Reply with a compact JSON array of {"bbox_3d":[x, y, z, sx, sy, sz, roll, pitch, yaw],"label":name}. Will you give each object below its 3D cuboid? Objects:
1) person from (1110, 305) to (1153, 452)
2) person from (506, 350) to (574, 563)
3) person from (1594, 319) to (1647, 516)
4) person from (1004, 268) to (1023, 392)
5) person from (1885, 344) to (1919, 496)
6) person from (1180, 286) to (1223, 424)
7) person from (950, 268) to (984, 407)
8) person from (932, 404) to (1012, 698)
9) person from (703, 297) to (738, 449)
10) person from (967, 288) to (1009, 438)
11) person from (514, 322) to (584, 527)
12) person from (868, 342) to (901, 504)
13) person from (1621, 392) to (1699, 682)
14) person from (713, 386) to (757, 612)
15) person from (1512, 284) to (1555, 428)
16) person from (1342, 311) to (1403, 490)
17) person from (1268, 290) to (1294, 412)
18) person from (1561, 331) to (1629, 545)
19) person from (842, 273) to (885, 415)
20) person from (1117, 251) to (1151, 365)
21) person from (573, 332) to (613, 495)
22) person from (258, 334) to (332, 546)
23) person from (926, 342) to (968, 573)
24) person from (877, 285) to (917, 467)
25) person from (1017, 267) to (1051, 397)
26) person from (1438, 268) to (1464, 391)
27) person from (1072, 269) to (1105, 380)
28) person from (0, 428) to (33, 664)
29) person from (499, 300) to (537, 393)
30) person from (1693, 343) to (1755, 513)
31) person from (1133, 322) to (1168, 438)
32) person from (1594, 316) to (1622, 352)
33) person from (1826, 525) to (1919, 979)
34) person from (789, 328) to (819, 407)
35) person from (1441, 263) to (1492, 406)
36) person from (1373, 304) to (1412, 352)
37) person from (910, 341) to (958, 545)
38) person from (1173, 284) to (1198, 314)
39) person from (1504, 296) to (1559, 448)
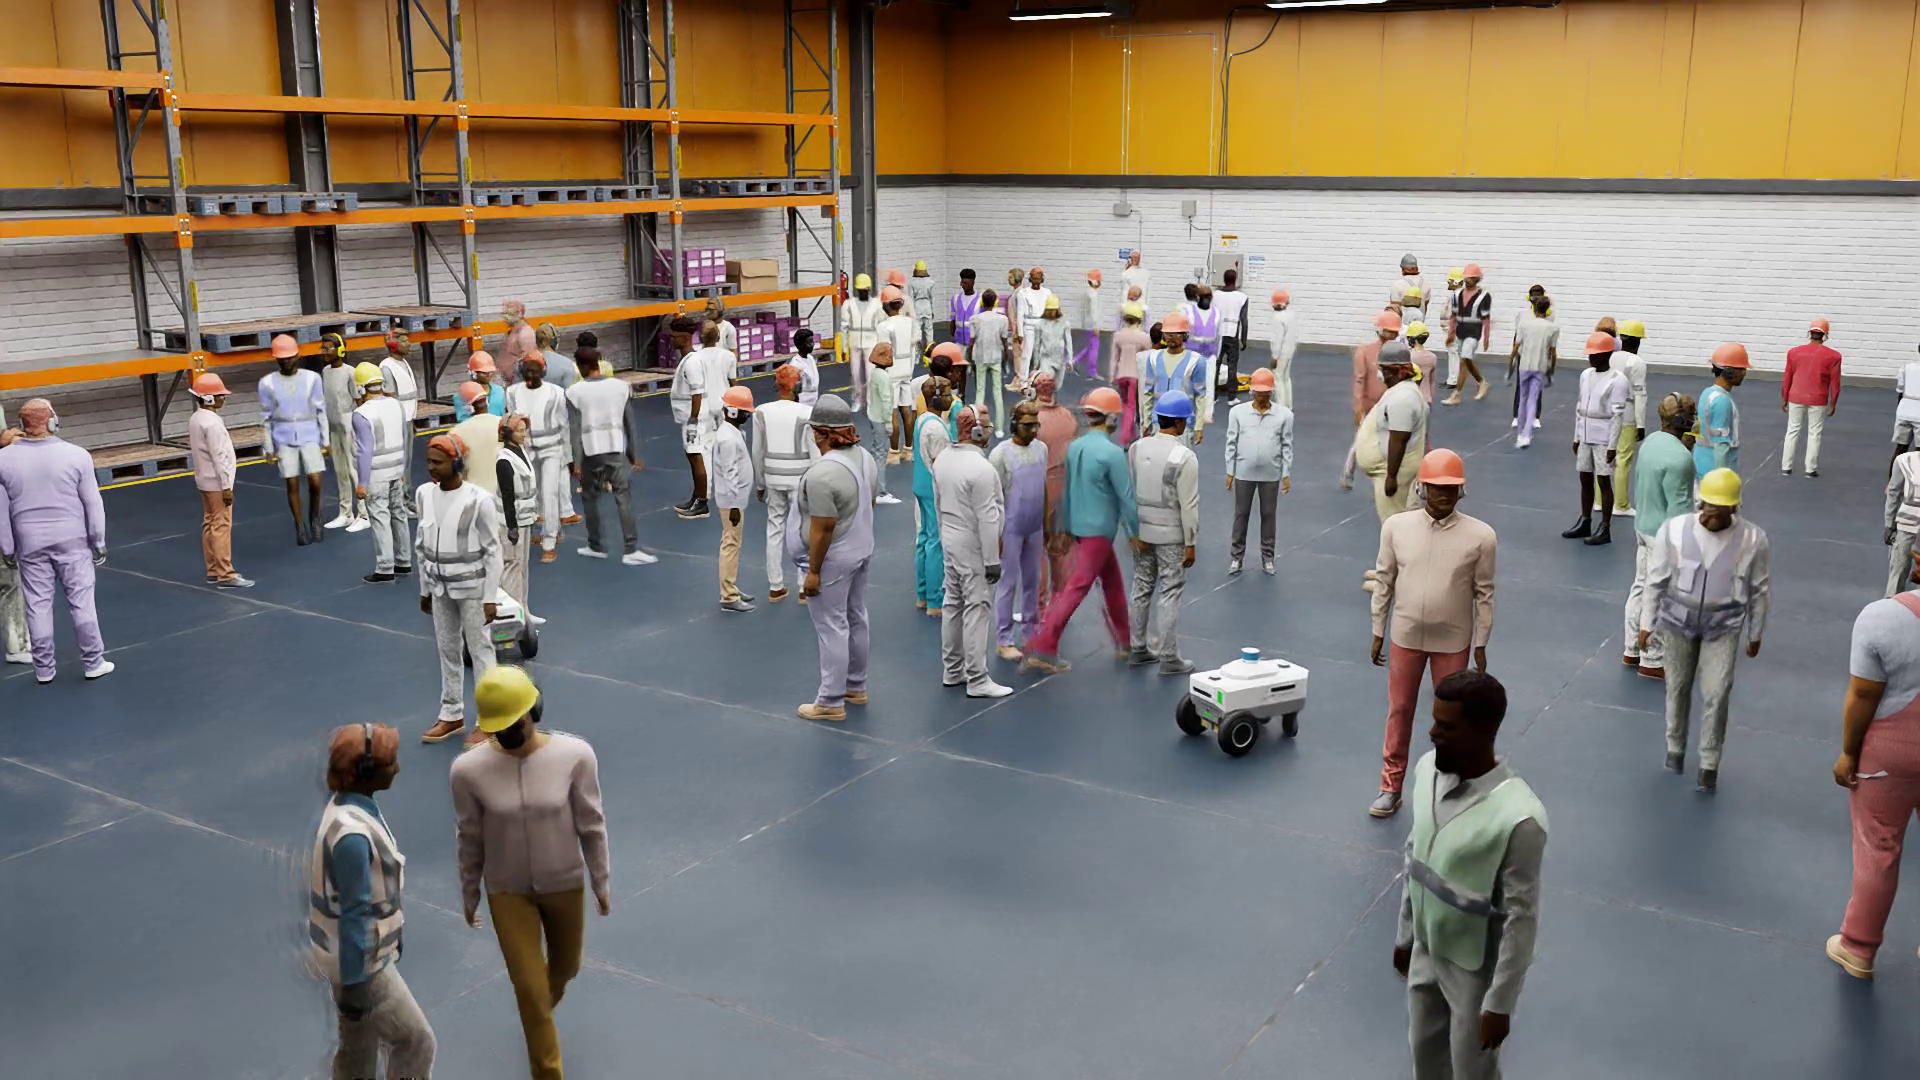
[{"bbox_3d":[2.106,-1.952,19.977,0.536,1.723,0.908,9,16,35],"label":"person"},{"bbox_3d":[-3.640,-0.765,14.588,0.630,1.850,0.742,4,14,16],"label":"person"},{"bbox_3d":[6.469,-1.193,16.231,0.366,1.926,0.587,-5,14,-21],"label":"person"},{"bbox_3d":[0.836,-3.133,24.842,0.353,1.840,0.529,-1,13,-4],"label":"person"},{"bbox_3d":[9.768,-1.236,16.948,0.320,1.687,0.539,-5,14,-22],"label":"person"},{"bbox_3d":[3.172,-2.480,22.104,0.636,1.808,0.939,-1,13,-6],"label":"person"},{"bbox_3d":[0.126,-2.771,22.987,0.618,1.964,0.361,6,14,26],"label":"person"},{"bbox_3d":[0.091,0.067,10.805,0.406,1.911,0.637,-7,15,-29],"label":"person"},{"bbox_3d":[-2.858,-1.959,19.729,0.506,1.846,0.350,8,15,33],"label":"person"},{"bbox_3d":[0.353,-2.195,20.733,0.526,1.860,0.321,-1,13,-2],"label":"person"},{"bbox_3d":[-3.885,-1.086,15.738,0.633,1.938,0.356,4,14,16],"label":"person"},{"bbox_3d":[-0.785,-1.190,16.858,0.282,1.634,0.498,-4,13,-16],"label":"person"},{"bbox_3d":[4.706,-0.025,11.134,0.356,1.939,0.638,0,13,2],"label":"person"},{"bbox_3d":[-1.723,-0.326,12.864,0.348,1.742,0.573,-2,13,-7],"label":"person"},{"bbox_3d":[7.393,-2.374,21.514,0.502,1.861,0.328,5,14,23],"label":"person"},{"bbox_3d":[4.230,-1.370,16.935,0.608,1.961,0.887,-1,13,-5],"label":"person"},{"bbox_3d":[4.347,-2.520,22.471,0.322,1.722,0.687,7,15,26],"label":"person"},{"bbox_3d":[5.745,-0.923,15.060,0.382,1.928,0.545,-5,14,-21],"label":"person"},{"bbox_3d":[-1.314,-2.669,22.665,0.604,1.934,0.405,1,13,6],"label":"person"},{"bbox_3d":[2.893,-3.882,27.940,0.655,1.906,0.407,-10,16,-38],"label":"person"},{"bbox_3d":[-3.823,-1.306,17.225,0.540,1.695,0.317,-9,16,-35],"label":"person"},{"bbox_3d":[-5.947,-0.885,14.903,0.587,1.918,0.455,-5,14,-22],"label":"person"},{"bbox_3d":[-0.131,-0.619,13.590,0.393,1.995,0.612,-3,13,-13],"label":"person"},{"bbox_3d":[-0.753,-1.852,18.837,0.379,2.043,0.605,10,16,37],"label":"person"},{"bbox_3d":[1.093,-3.037,24.319,0.583,1.883,0.337,-8,15,-30],"label":"person"},{"bbox_3d":[7.402,-3.160,24.970,0.404,1.833,0.590,4,14,16],"label":"person"},{"bbox_3d":[2.024,-3.378,26.107,0.486,1.742,0.563,-1,13,-5],"label":"person"},{"bbox_3d":[-6.551,0.037,11.531,0.314,1.636,0.517,-4,13,-15],"label":"person"},{"bbox_3d":[-4.928,-1.719,18.590,0.403,1.896,0.681,-6,14,-23],"label":"person"},{"bbox_3d":[5.979,-0.534,13.124,0.378,2.042,0.607,3,13,13],"label":"person"},{"bbox_3d":[1.951,-1.257,16.676,0.333,1.857,0.528,-12,17,-41],"label":"person"},{"bbox_3d":[7.682,-1.853,19.804,0.527,1.598,0.416,-8,15,-32],"label":"person"},{"bbox_3d":[4.053,0.865,7.055,0.688,2.000,0.536,2,13,8],"label":"person"},{"bbox_3d":[-1.667,-1.409,17.692,0.319,1.690,0.539,3,13,14],"label":"person"},{"bbox_3d":[7.260,-2.927,23.598,0.998,2.013,0.617,-8,15,-31],"label":"person"},{"bbox_3d":[5.466,-2.172,21.107,0.523,1.639,0.309,9,16,34],"label":"person"},{"bbox_3d":[-0.208,-0.837,14.814,0.526,1.871,0.324,-10,16,-36],"label":"person"},{"bbox_3d":[3.364,-2.927,24.394,0.540,1.630,0.919,0,13,1],"label":"person"},{"bbox_3d":[6.910,-2.031,20.127,0.549,1.828,0.886,6,14,25],"label":"person"}]
